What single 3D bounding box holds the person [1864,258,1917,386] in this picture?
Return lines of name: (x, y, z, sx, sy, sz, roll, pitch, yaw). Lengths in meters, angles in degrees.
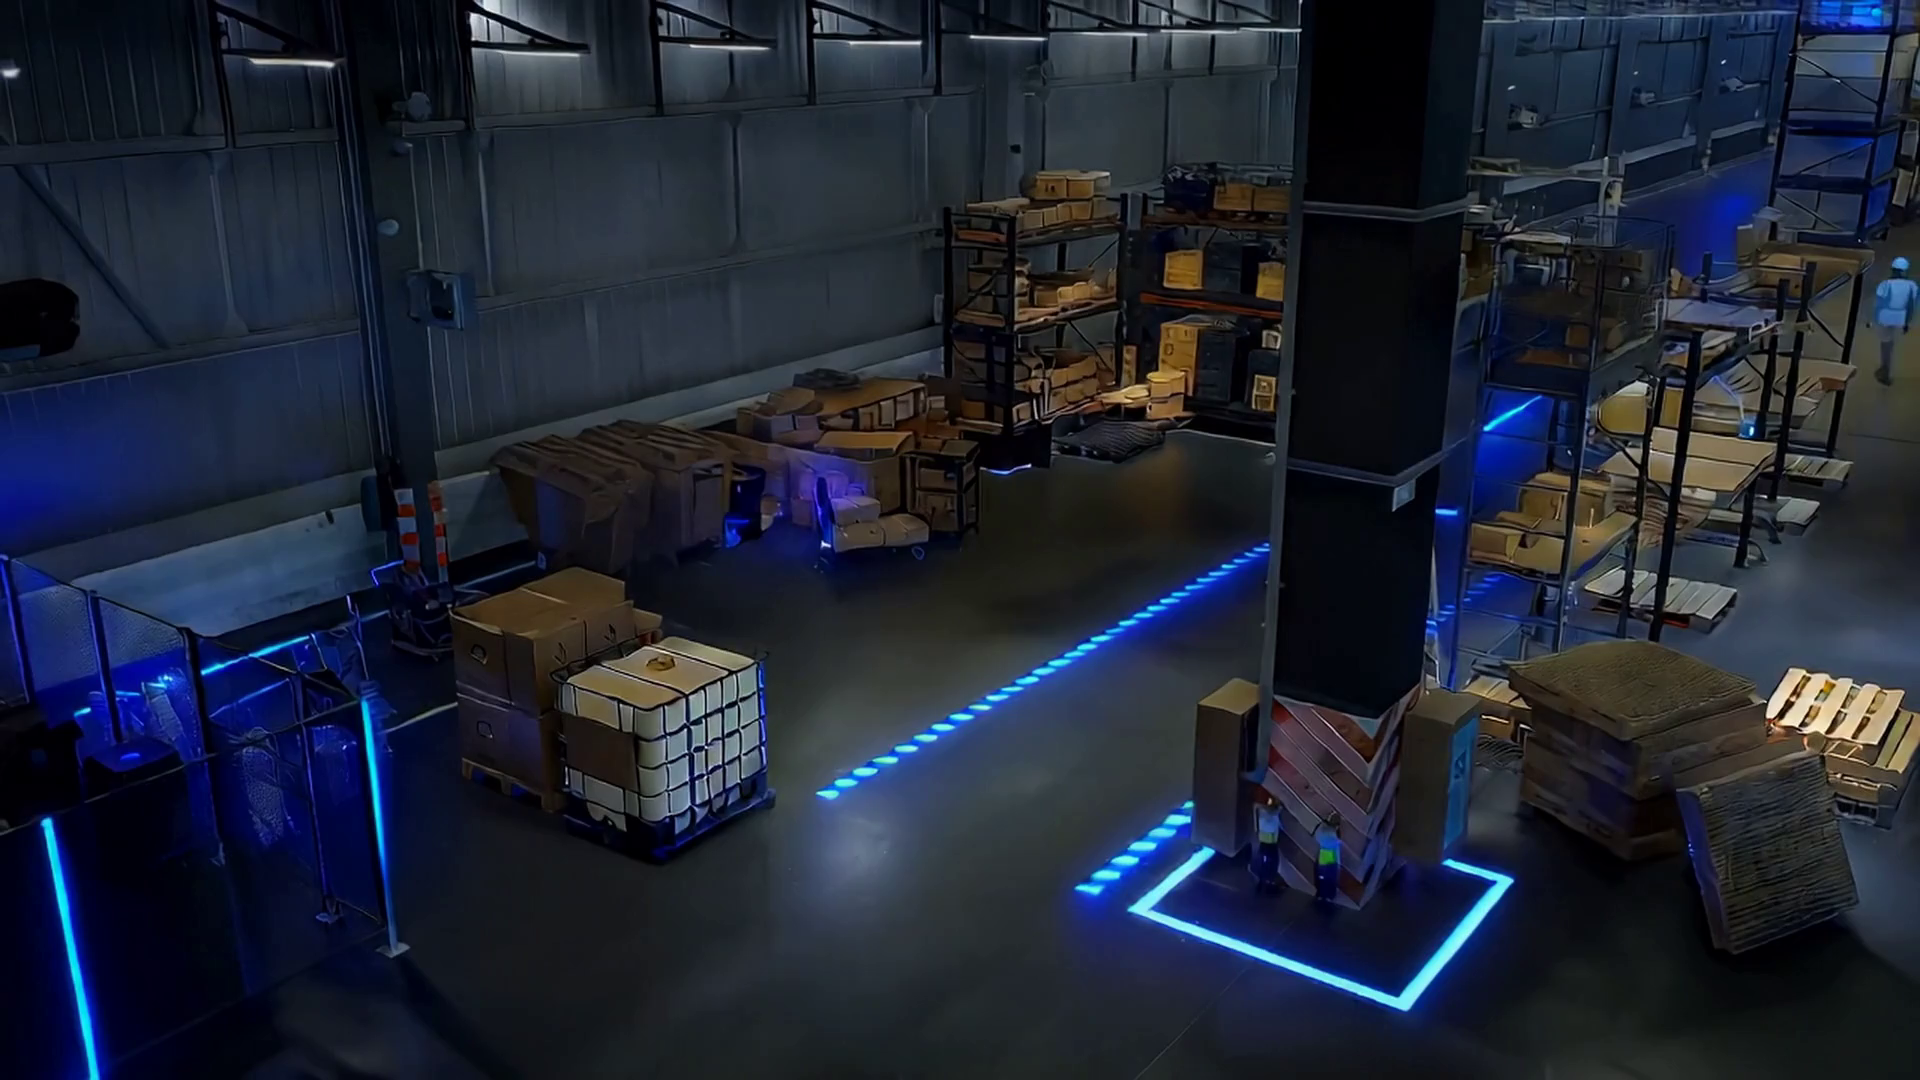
person: (14.209, -3.364, 25.472, 0.562, 1.889, 0.936, 1, 18, 4)
